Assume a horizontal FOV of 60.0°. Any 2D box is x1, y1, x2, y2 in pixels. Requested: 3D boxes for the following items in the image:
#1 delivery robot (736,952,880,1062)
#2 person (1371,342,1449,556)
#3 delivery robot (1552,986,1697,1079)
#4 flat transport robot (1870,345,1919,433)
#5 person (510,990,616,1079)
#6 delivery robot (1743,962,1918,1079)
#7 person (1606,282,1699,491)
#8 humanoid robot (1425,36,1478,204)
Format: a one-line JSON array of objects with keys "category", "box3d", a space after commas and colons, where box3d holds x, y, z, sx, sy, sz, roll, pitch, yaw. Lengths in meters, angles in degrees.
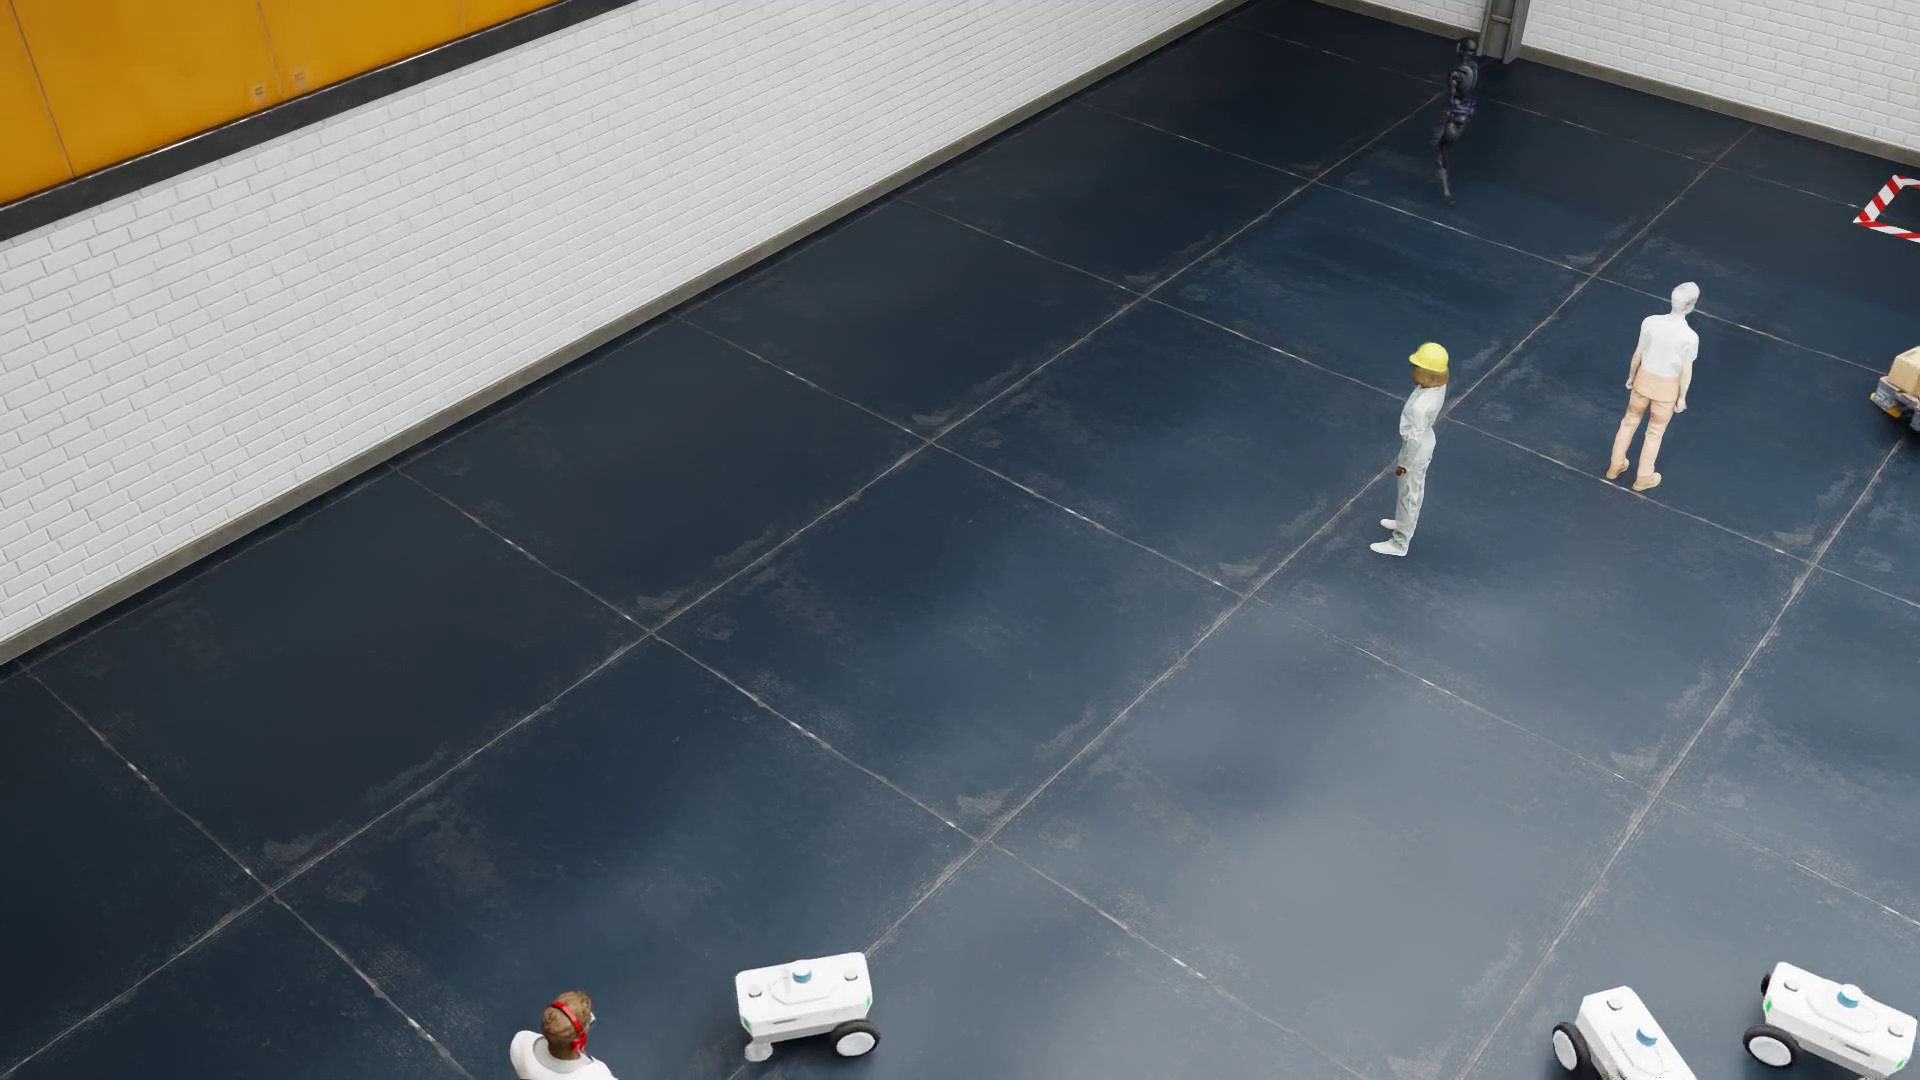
[{"category": "delivery robot", "box3d": [-0.803, 2.492, 8.981, 0.790, 0.614, 0.499, -7, 39, -9]}, {"category": "person", "box3d": [3.243, -0.661, 11.931, 0.314, 1.742, 0.491, 17, 42, 20]}, {"category": "delivery robot", "box3d": [3.516, 2.718, 8.687, 0.499, 0.598, 0.791, -10, 40, -12]}, {"category": "flat transport robot", "box3d": [8.151, -0.895, 13.397, 0.659, 0.231, 1.431, -14, 41, -17]}, {"category": "person", "box3d": [-1.746, 2.737, 7.645, 0.574, 1.830, 0.389, 18, 42, 21]}, {"category": "delivery robot", "box3d": [4.625, 2.584, 8.865, 0.805, 0.612, 0.499, 22, 44, 25]}, {"category": "person", "box3d": [5.262, -1.159, 12.554, 0.321, 1.738, 0.479, -29, 47, -31]}, {"category": "humanoid robot", "box3d": [4.849, -4.128, 16.312, 0.453, 1.641, 0.616, 23, 44, 26]}]
